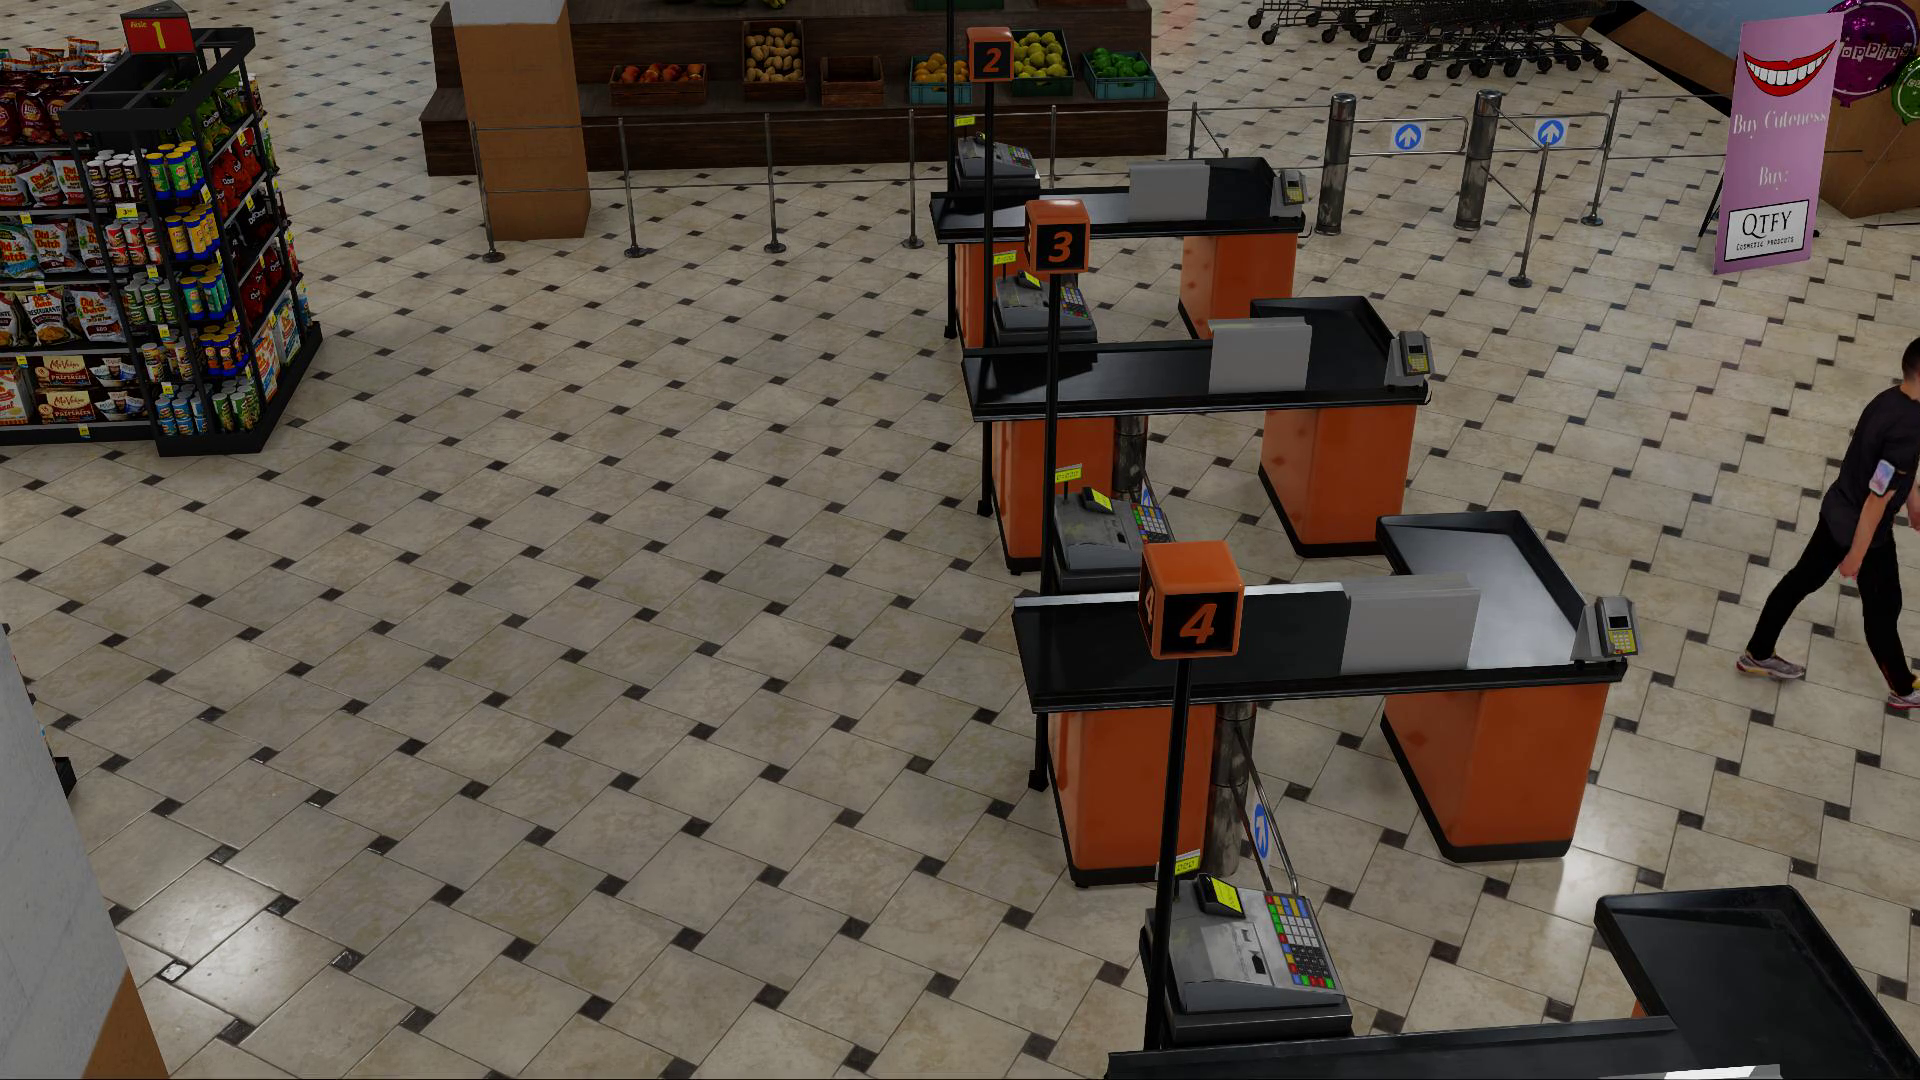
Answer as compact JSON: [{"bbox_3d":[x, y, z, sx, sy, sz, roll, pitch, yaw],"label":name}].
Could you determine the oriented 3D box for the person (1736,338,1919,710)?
[{"bbox_3d":[3.763,-0.069,7.140,1.186,1.724,0.927,9,33,14],"label":"person"}]
